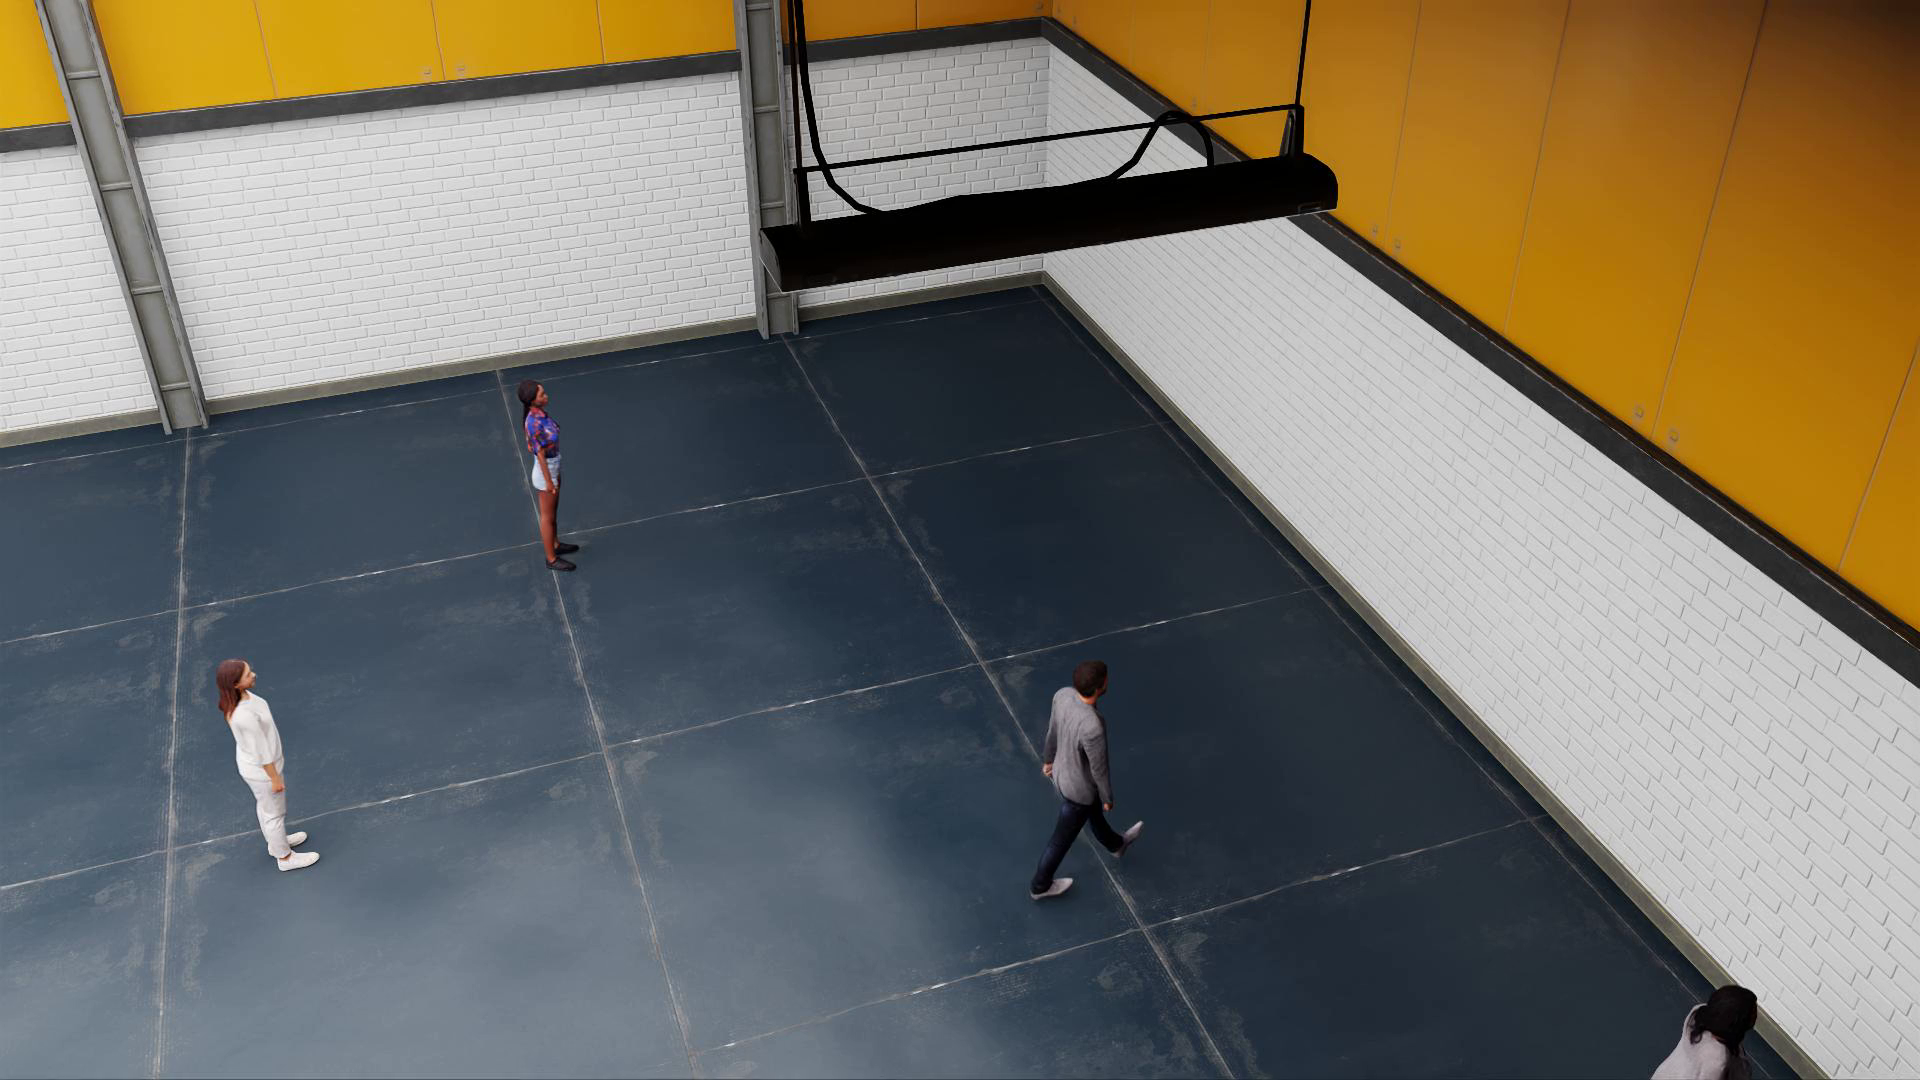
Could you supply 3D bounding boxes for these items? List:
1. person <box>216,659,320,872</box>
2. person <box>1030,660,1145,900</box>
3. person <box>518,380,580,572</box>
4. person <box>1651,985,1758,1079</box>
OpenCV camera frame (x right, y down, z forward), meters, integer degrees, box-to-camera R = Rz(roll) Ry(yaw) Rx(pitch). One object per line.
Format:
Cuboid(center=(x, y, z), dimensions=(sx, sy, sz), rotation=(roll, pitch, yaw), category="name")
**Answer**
Cuboid(center=(-4.603, 1.464, 10.946), dimensions=(0.616, 1.688, 0.657), rotation=(-21, 39, -29), category="person")
Cuboid(center=(0.689, 1.585, 10.646), dimensions=(1.155, 1.819, 0.750), rotation=(-14, 36, -19), category="person")
Cuboid(center=(-3.471, -0.562, 13.946), dimensions=(0.595, 1.741, 0.636), rotation=(-3, 34, -4), category="person")
Cuboid(center=(3.852, 2.934, 8.810), dimensions=(0.808, 1.603, 0.761), rotation=(5, 34, 7), category="person")
